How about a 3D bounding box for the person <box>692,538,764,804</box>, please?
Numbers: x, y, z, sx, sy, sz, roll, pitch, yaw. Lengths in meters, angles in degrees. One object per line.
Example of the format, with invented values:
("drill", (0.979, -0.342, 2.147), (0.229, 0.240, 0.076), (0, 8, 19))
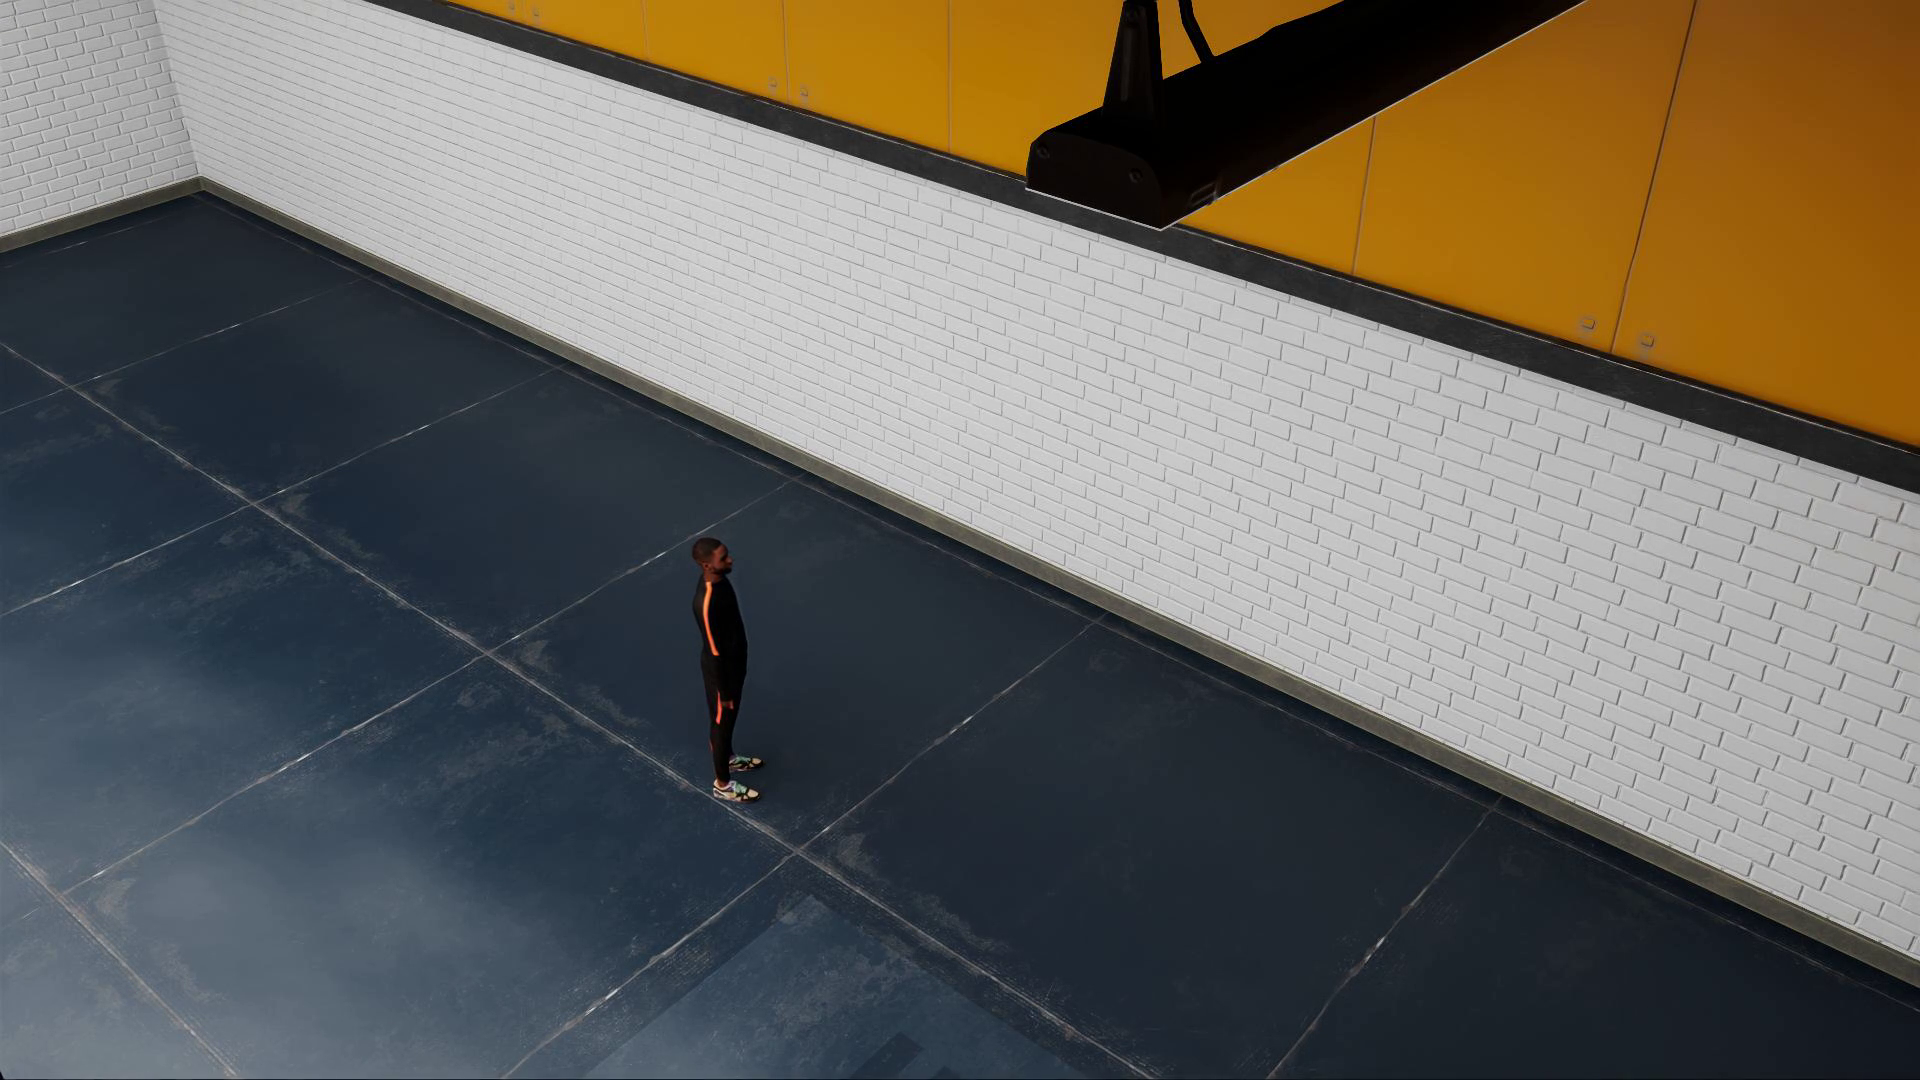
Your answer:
("person", (-1.416, 0.749, 9.894), (0.756, 1.808, 0.676), (0, 34, 0))
